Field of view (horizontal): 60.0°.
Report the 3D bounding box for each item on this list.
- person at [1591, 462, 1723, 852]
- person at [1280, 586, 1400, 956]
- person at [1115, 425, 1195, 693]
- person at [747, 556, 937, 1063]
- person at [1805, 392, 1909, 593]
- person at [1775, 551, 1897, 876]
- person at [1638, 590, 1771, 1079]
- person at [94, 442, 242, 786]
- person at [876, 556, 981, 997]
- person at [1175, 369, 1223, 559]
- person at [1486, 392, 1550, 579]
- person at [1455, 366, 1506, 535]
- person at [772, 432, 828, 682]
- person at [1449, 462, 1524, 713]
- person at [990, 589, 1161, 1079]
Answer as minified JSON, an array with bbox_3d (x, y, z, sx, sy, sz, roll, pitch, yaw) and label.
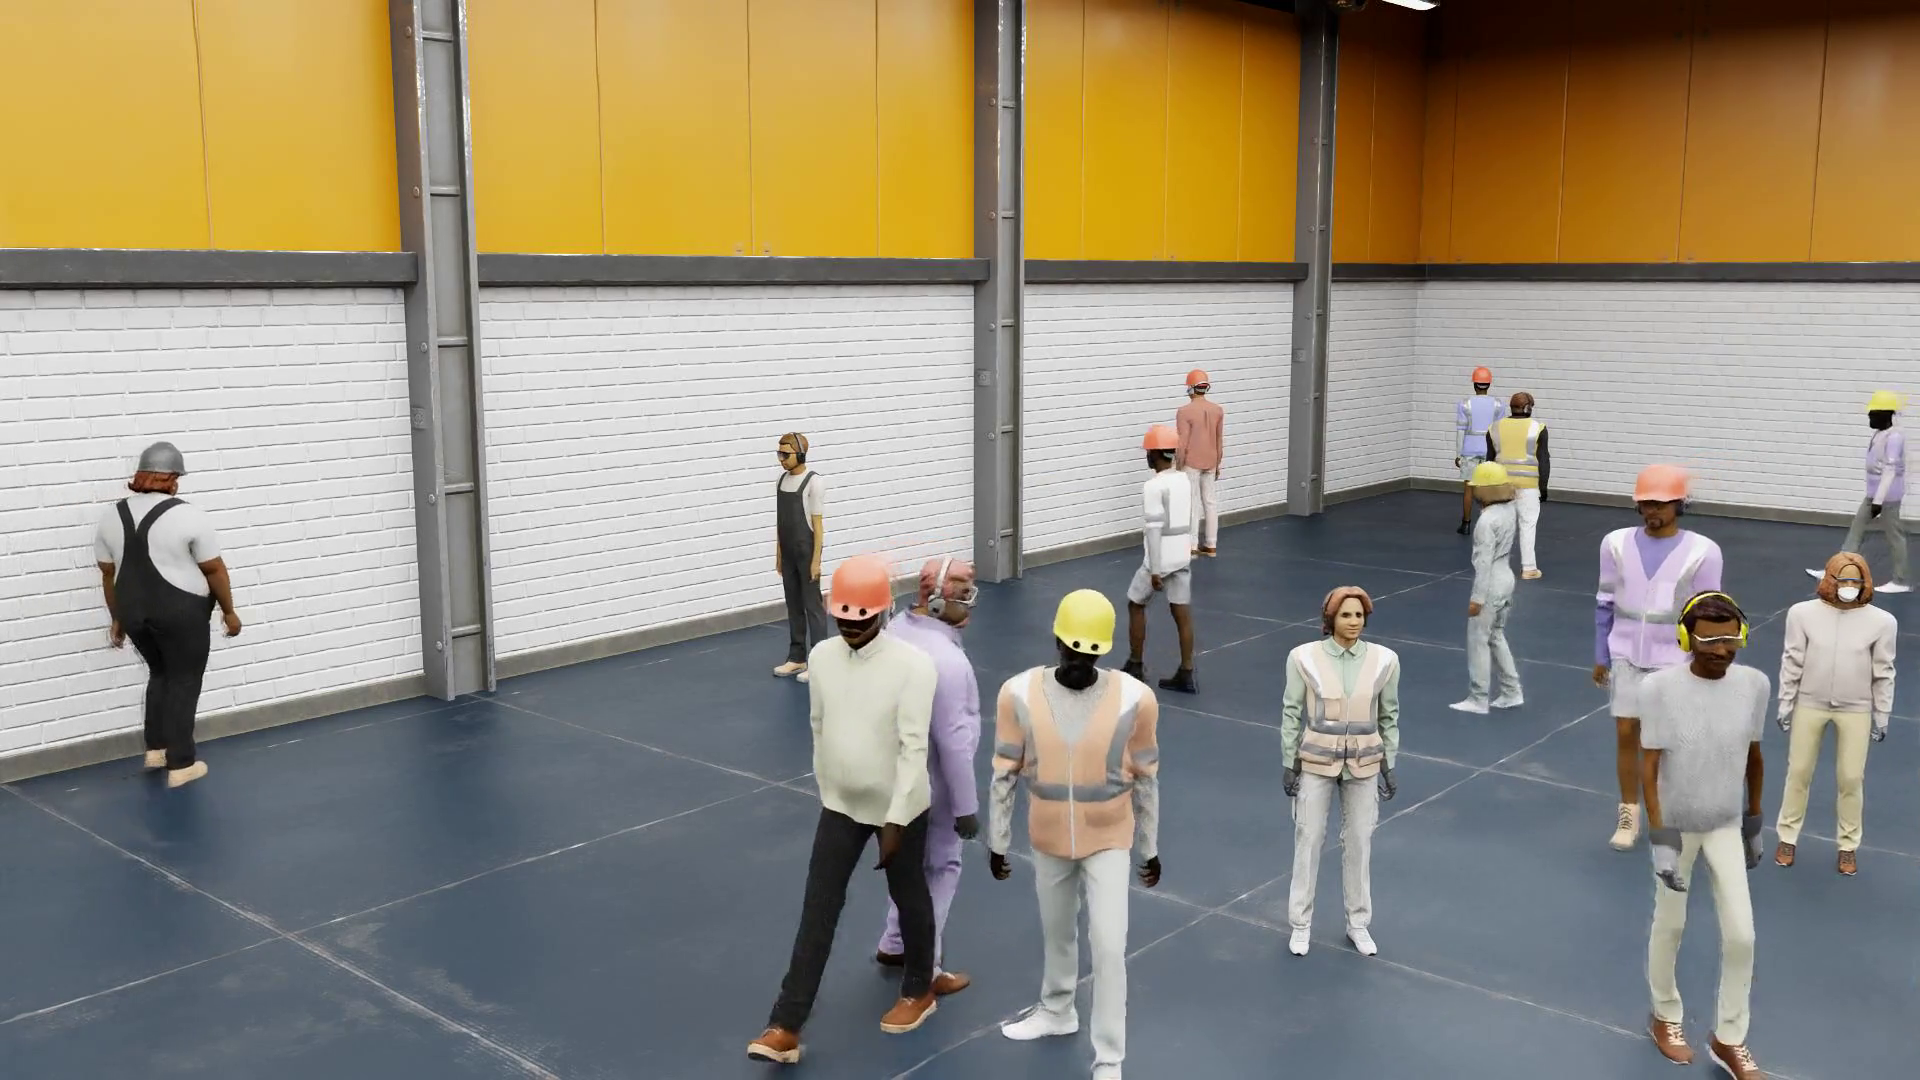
[{"bbox_3d":[3.655,0.589,8.724,0.612,2.025,0.709,7,12,39],"label":"person"},{"bbox_3d":[1.659,1.005,7.290,0.519,1.645,0.307,0,9,1],"label":"person"},{"bbox_3d":[1.399,0.129,11.955,0.548,1.905,0.807,-8,12,-42],"label":"person"},{"bbox_3d":[-0.395,1.025,6.277,0.600,1.930,1.001,5,10,28],"label":"person"},{"bbox_3d":[8.493,-0.437,15.568,0.925,1.884,0.612,2,9,11],"label":"person"},{"bbox_3d":[4.359,0.856,8.294,0.506,1.628,0.277,5,10,28],"label":"person"},{"bbox_3d":[2.751,1.095,6.118,0.529,1.836,0.699,1,9,4],"label":"person"},{"bbox_3d":[-4.635,0.404,9.822,0.692,2.000,0.630,2,9,12],"label":"person"},{"bbox_3d":[-0.114,0.977,6.776,0.402,1.872,0.682,-4,10,-22],"label":"person"},{"bbox_3d":[2.491,-0.798,17.510,0.623,1.992,0.396,-6,11,-32],"label":"person"},{"bbox_3d":[5.491,-0.534,16.360,0.620,1.838,0.430,7,11,37],"label":"person"},{"bbox_3d":[5.944,-1.017,19.052,0.545,1.942,0.354,1,9,7],"label":"person"},{"bbox_3d":[-1.183,0.120,12.246,0.506,1.842,0.332,9,13,43],"label":"person"},{"bbox_3d":[3.569,0.332,11.290,0.391,1.732,0.509,7,12,39],"label":"person"},{"bbox_3d":[0.409,1.081,6.128,0.639,1.878,0.686,3,9,16],"label":"person"}]
